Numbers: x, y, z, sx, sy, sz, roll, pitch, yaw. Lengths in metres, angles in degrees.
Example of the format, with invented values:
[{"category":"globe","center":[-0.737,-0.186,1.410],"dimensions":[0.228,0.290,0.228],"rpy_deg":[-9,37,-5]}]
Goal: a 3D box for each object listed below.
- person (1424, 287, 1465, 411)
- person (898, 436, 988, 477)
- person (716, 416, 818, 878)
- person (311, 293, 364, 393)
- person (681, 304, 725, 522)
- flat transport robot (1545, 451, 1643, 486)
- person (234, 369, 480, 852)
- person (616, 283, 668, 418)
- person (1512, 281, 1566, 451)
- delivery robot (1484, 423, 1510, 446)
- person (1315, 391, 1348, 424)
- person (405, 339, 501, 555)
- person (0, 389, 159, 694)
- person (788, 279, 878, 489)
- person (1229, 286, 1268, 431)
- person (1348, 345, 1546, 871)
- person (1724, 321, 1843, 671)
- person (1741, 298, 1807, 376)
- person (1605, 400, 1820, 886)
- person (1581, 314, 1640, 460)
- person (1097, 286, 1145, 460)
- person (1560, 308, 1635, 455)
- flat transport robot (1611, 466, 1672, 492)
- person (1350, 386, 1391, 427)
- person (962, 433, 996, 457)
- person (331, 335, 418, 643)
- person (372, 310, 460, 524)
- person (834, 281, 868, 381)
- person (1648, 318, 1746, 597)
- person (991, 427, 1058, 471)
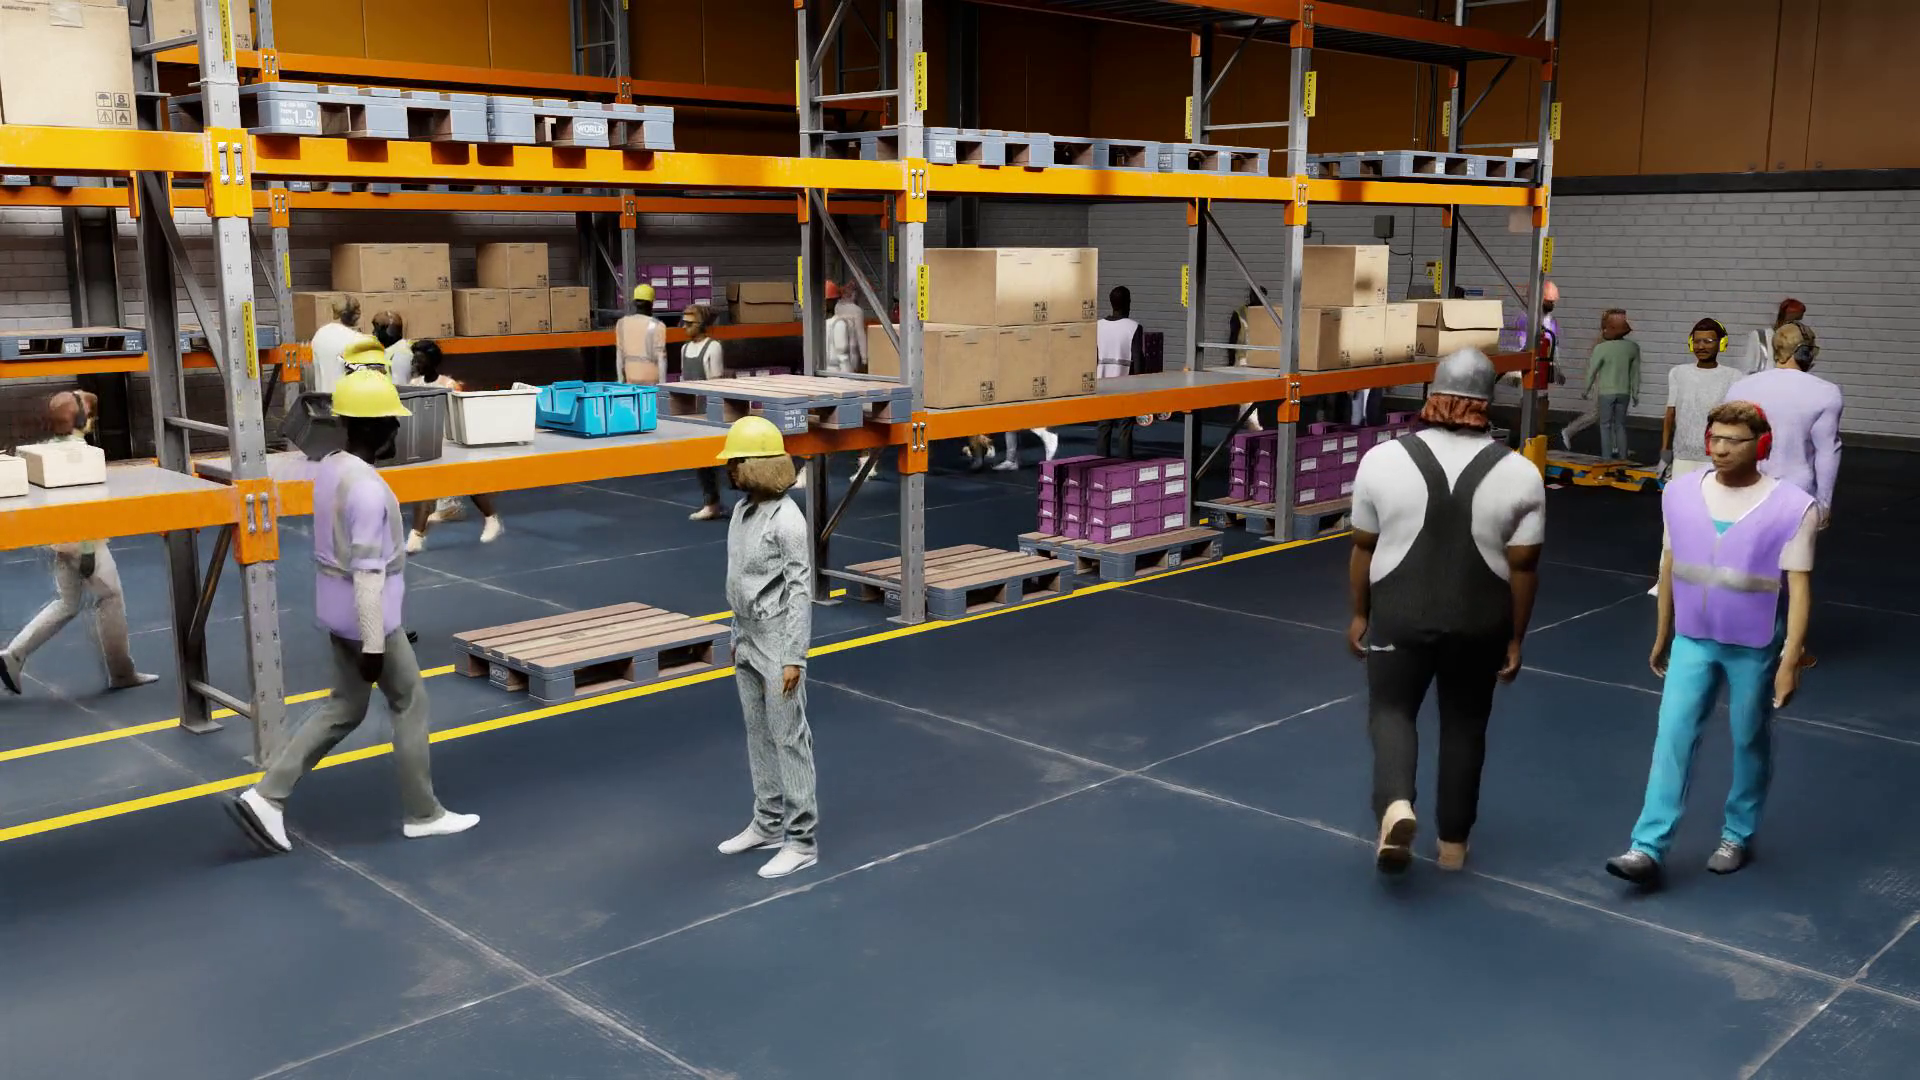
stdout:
[{"category":"person","center":[5.692,-2.029,19.333],"dimensions":[0.537,1.826,0.971],"rpy_deg":[-10,14,-43]},{"category":"person","center":[-0.176,-1.575,16.632],"dimensions":[0.893,1.897,0.581],"rpy_deg":[-5,11,-23]},{"category":"person","center":[-0.744,0.400,6.277],"dimensions":[0.320,1.742,0.492],"rpy_deg":[-7,13,-34]},{"category":"person","center":[-5.230,-1.146,14.238],"dimensions":[0.641,1.915,0.438],"rpy_deg":[8,13,37]},{"category":"person","center":[-2.193,-1.048,13.923],"dimensions":[0.441,1.830,0.549],"rpy_deg":[-9,14,-41]},{"category":"flat transport robot","center":[5.982,-0.731,16.460],"dimensions":[0.652,0.197,1.431],"rpy_deg":[-5,12,-27]},{"category":"person","center":[-2.382,0.288,6.454],"dimensions":[0.835,1.902,0.586],"rpy_deg":[-8,13,-36]},{"category":"person","center":[-3.285,-1.677,17.132],"dimensions":[0.609,1.913,0.587],"rpy_deg":[4,11,18]},{"category":"person","center":[6.351,-1.838,18.023],"dimensions":[0.565,1.899,0.841],"rpy_deg":[-9,14,-41]},{"category":"delivery robot","center":[5.383,-1.081,17.340],"dimensions":[0.477,0.478,0.707],"rpy_deg":[-4,11,-23]},{"category":"person","center":[4.541,-2.253,20.123],"dimensions":[0.631,1.968,0.757],"rpy_deg":[5,11,24]},{"category":"person","center":[-3.929,-0.738,12.783],"dimensions":[0.539,1.637,0.931],"rpy_deg":[5,12,25]},{"category":"person","center":[-4.649,0.026,8.658],"dimensions":[0.523,1.617,0.694],"rpy_deg":[10,14,43]},{"category":"person","center":[-1.224,-1.505,15.989],"dimensions":[1.032,1.999,0.624],"rpy_deg":[-5,11,-25]},{"category":"person","center":[3.660,-2.285,20.826],"dimensions":[0.636,1.799,0.944],"rpy_deg":[-3,11,-16]},{"category":"person","center":[1.794,0.268,6.184],"dimensions":[0.686,2.000,0.705],"rpy_deg":[3,11,14]},{"category":"person","center":[4.543,-0.242,9.249],"dimensions":[0.379,1.937,0.629],"rpy_deg":[-9,14,-40]},{"category":"person","center":[7.221,-1.256,15.001],"dimensions":[0.654,1.851,0.667],"rpy_deg":[-1,10,-5]},{"category":"person","center":[2.747,0.403,6.070],"dimensions":[0.907,1.804,0.594],"rpy_deg":[-10,14,-43]},{"category":"person","center":[6.548,-1.460,16.754],"dimensions":[0.555,1.619,0.401],"rpy_deg":[-3,11,-14]},{"category":"person","center":[1.514,-1.473,16.009],"dimensions":[0.587,1.920,0.392],"rpy_deg":[8,13,36]},{"category":"person","center":[7.070,-1.745,18.313],"dimensions":[0.720,1.614,0.515],"rpy_deg":[6,12,29]},{"category":"flat transport robot","center":[6.822,-0.517,15.293],"dimensions":[0.652,0.197,1.431],"rpy_deg":[-7,13,-35]},{"category":"person","center":[4.211,-1.602,17.144],"dimensions":[0.525,1.767,0.334],"rpy_deg":[-6,12,-30]},{"category":"person","center":[0.221,-1.927,18.145],"dimensions":[0.377,2.044,0.608],"rpy_deg":[-1,10,-6]},{"category":"person","center":[-3.476,-0.289,9.796],"dimensions":[0.404,1.827,0.601],"rpy_deg":[-10,14,-43]},{"category":"person","center":[-4.627,-0.989,13.711],"dimensions":[0.963,1.798,0.636],"rpy_deg":[-6,12,-30]},{"category":"person","center":[-1.401,-2.234,20.371],"dimensions":[1.022,1.853,0.623],"rpy_deg":[-8,13,-36]},{"category":"person","center":[4.876,-0.527,10.981],"dimensions":[0.520,1.874,0.332],"rpy_deg":[8,13,36]},{"category":"person","center":[0.649,-1.629,17.067],"dimensions":[0.648,1.839,0.563],"rpy_deg":[-5,11,-25]}]
